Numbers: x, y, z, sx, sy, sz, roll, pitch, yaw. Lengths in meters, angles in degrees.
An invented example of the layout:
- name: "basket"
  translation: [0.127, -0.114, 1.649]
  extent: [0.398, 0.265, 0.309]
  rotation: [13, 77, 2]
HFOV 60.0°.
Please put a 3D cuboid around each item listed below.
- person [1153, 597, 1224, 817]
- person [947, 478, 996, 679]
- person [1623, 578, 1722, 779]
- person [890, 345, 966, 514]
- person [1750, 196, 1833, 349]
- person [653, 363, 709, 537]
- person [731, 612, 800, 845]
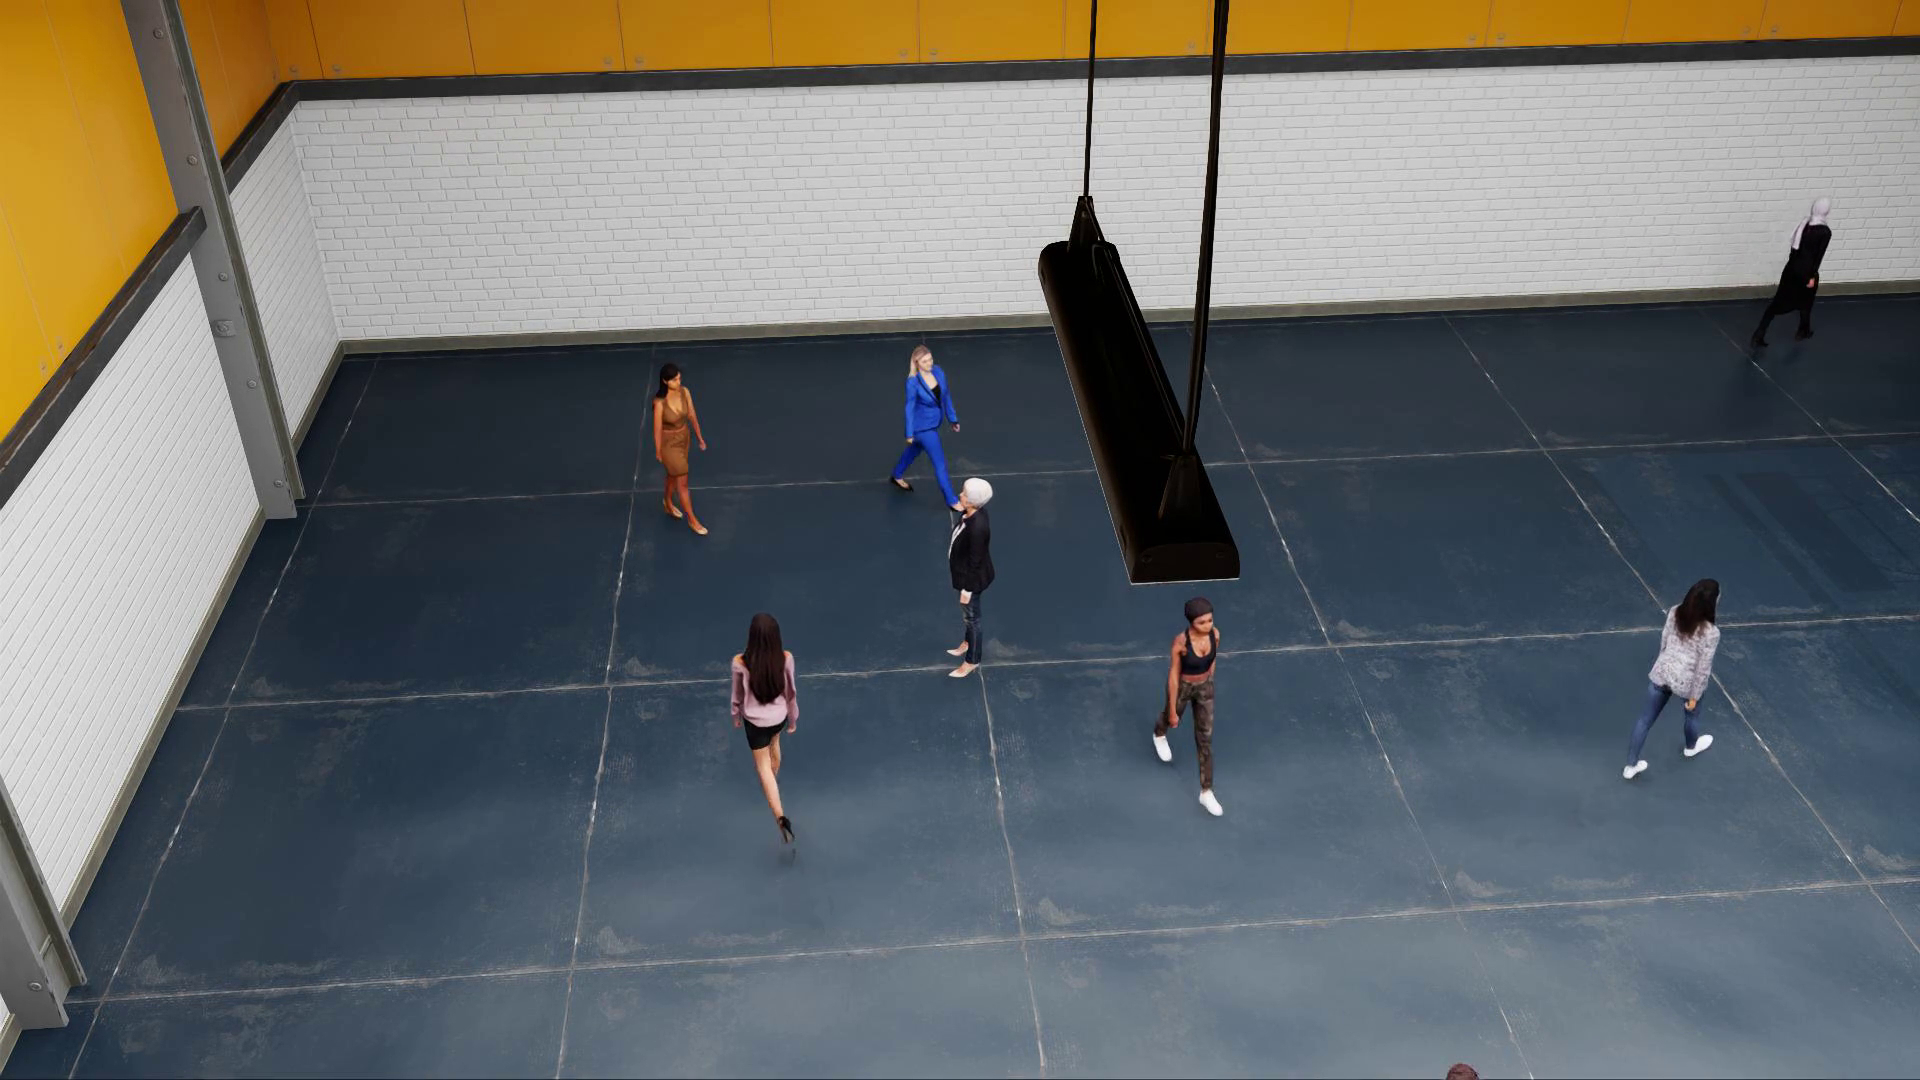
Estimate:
- name: "person"
  translation: [1.620, 1.086, 12.129]
  extent: [0.844, 1.645, 1.256]
  rotation: [-13, 36, -19]
- name: "person"
  translation: [0.039, 0.277, 12.900]
  extent: [0.722, 1.773, 0.647]
  rotation: [1, 34, 1]
- name: "person"
  translation: [5.169, 1.048, 12.137]
  extent: [1.004, 1.700, 1.095]
  rotation: [-20, 39, -27]
- name: "person"
  translation: [-0.387, -1.055, 15.346]
  extent: [1.153, 1.649, 1.189]
  rotation: [19, 38, 27]
- name: "person"
  translation: [8.986, -2.831, 17.944]
  extent: [0.974, 1.731, 1.176]
  rotation: [-15, 37, -22]
- name: "person"
  translation: [-2.646, -0.876, 15.068]
  extent: [0.914, 1.659, 0.898]
  rotation: [19, 38, 26]
- name: "person"
  translation: [-1.341, 1.334, 11.632]
  extent: [0.800, 1.783, 1.145]
  rotation: [-11, 35, -17]
